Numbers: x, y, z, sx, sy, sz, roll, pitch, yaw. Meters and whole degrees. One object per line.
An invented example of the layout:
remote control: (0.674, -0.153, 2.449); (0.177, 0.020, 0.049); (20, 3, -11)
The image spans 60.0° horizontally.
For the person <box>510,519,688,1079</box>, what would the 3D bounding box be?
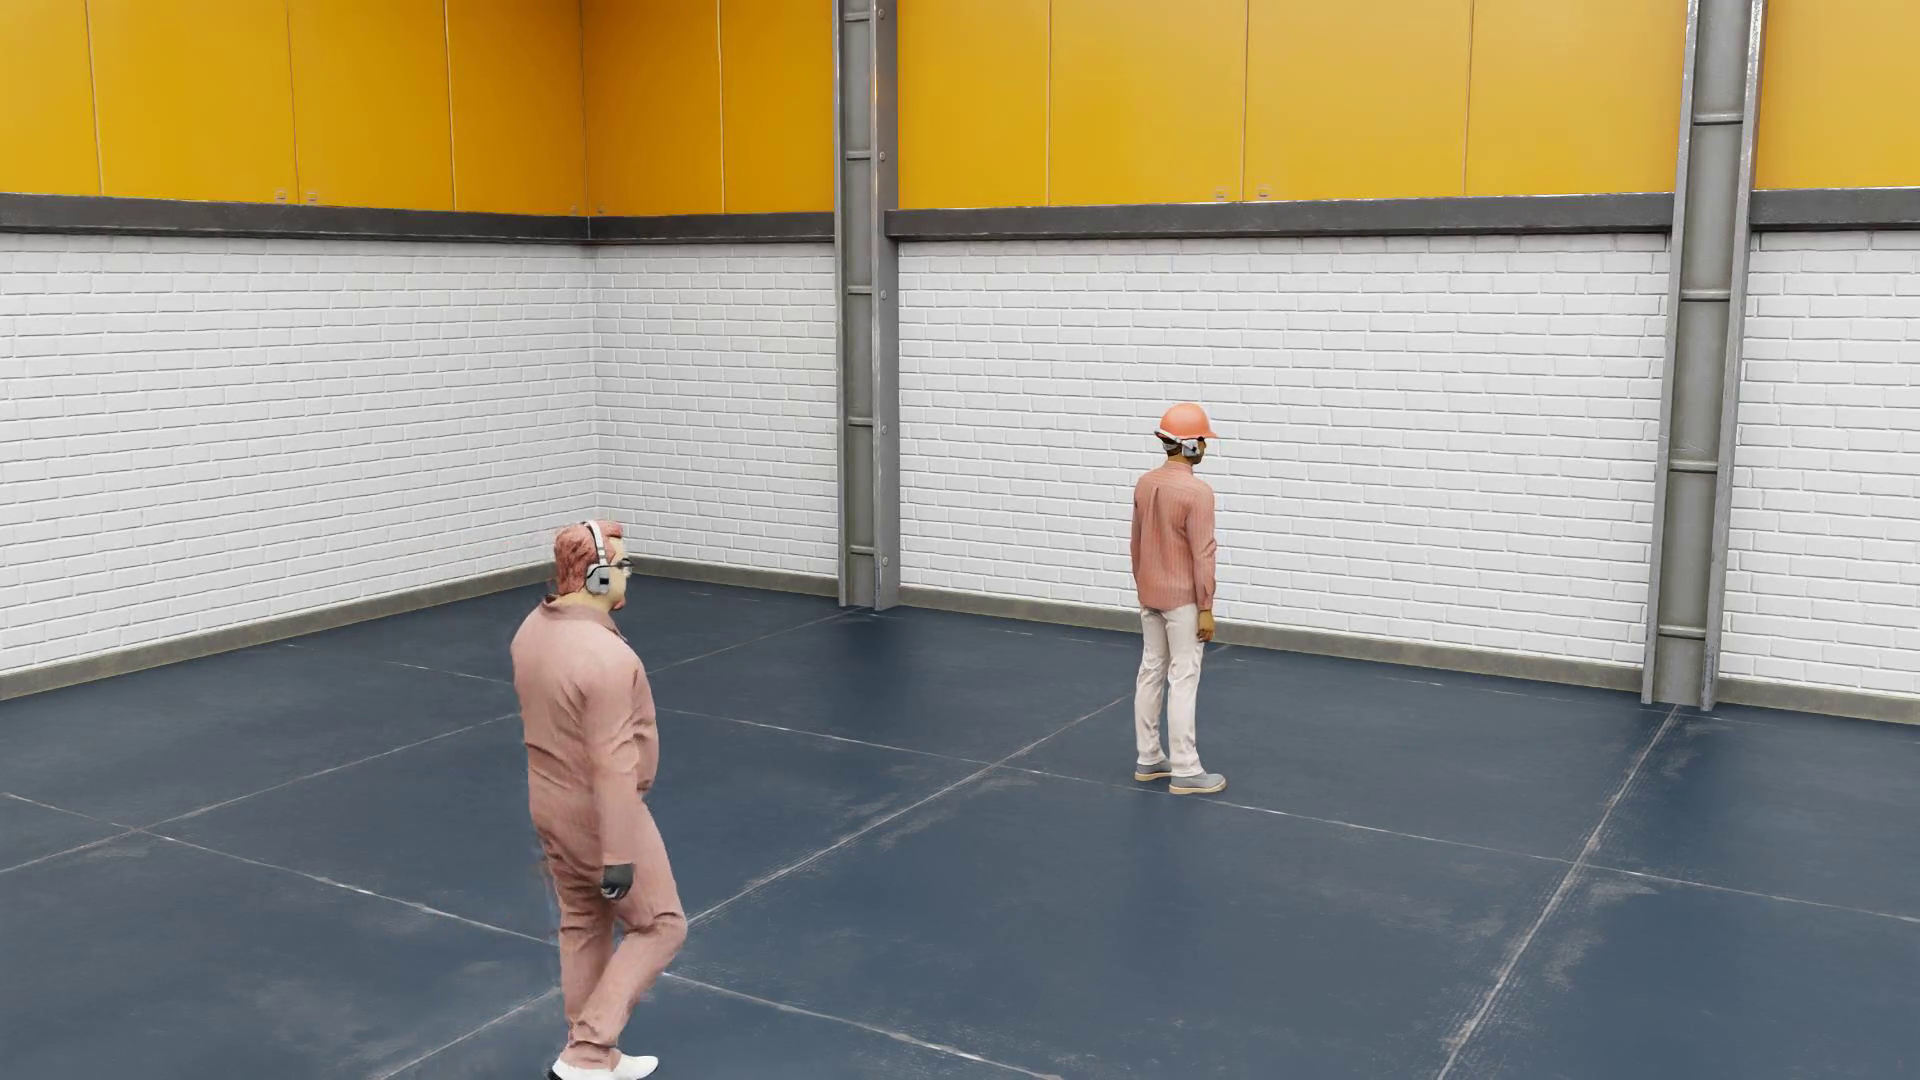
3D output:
person: (-1.139, 0.869, 5.254); (0.431, 1.891, 0.655); (-8, 12, -40)

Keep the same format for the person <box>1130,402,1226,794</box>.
person: (1.116, 0.292, 8.538); (0.393, 1.995, 0.612); (-5, 10, -29)
